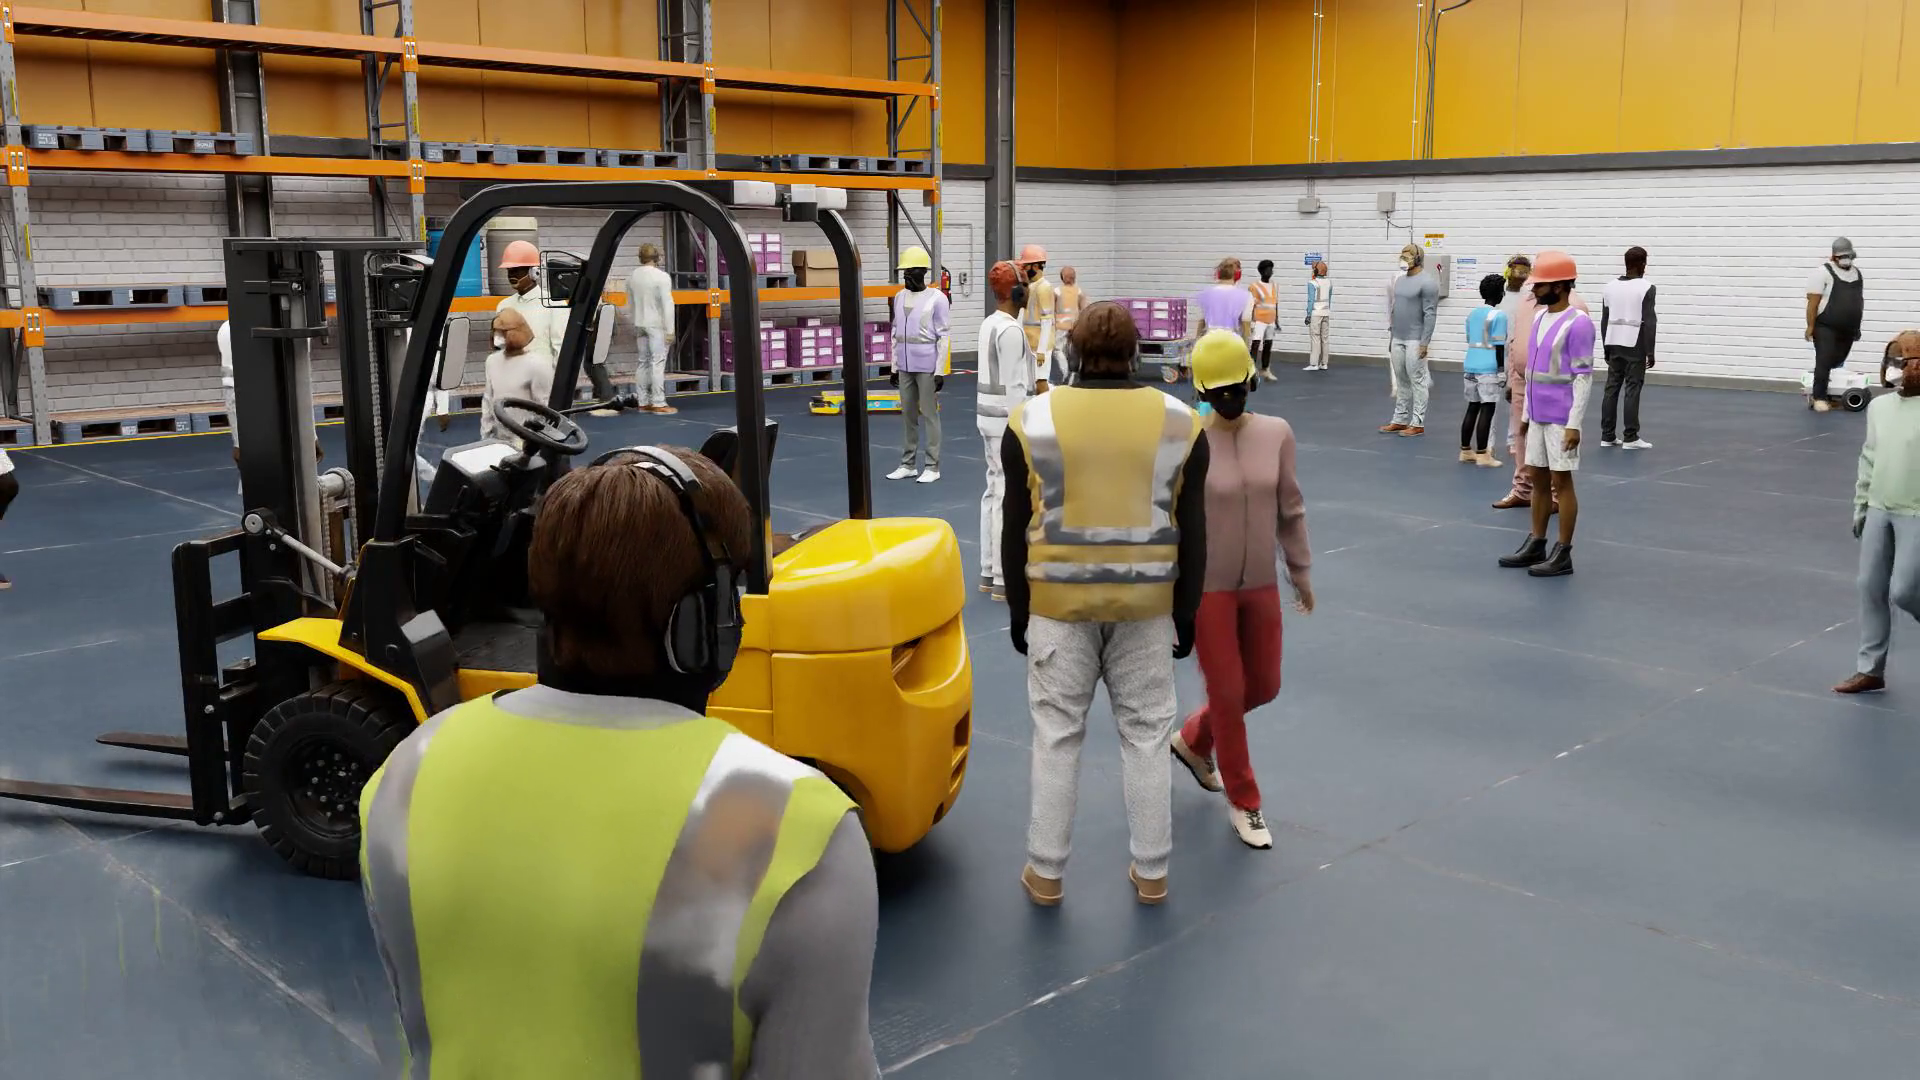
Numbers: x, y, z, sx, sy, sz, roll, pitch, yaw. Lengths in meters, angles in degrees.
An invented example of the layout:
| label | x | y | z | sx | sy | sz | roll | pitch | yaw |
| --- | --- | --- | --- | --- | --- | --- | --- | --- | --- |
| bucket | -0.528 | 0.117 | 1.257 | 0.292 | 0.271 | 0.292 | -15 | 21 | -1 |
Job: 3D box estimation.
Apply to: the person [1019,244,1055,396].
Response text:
| label | x | y | z | sx | sy | sz | roll | pitch | yaw |
| --- | --- | --- | --- | --- | --- | --- | --- | --- | --- |
| person | 0.726 | -1.885 | 16.114 | 0.376 | 1.932 | 0.551 | -1 | 10 | -6 |

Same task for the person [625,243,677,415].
| label | x | y | z | sx | sy | sz | roll | pitch | yaw |
| --- | --- | --- | --- | --- | --- | --- | --- | --- | --- |
| person | -3.491 | -2.375 | 18.814 | 0.667 | 1.931 | 0.383 | 7 | 12 | 33 |

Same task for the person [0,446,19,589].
| label | x | y | z | sx | sy | sz | roll | pitch | yaw |
| --- | --- | --- | --- | --- | --- | --- | --- | --- | --- |
| person | -5.529 | -0.626 | 9.216 | 0.479 | 1.939 | 0.638 | 0 | 10 | -1 |

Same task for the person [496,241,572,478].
| label | x | y | z | sx | sy | sz | roll | pitch | yaw |
| --- | --- | --- | --- | --- | --- | --- | --- | --- | --- |
| person | -2.876 | -1.005 | 11.192 | 0.619 | 1.989 | 0.396 | 5 | 12 | 27 |

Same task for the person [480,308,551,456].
| label | x | y | z | sx | sy | sz | roll | pitch | yaw |
| --- | --- | --- | --- | --- | --- | --- | --- | --- | --- |
| person | -2.615 | -0.605 | 10.046 | 0.502 | 1.600 | 0.788 | 8 | 13 | 36 |

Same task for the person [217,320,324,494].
| label | x | y | z | sx | sy | sz | roll | pitch | yaw |
| --- | --- | --- | --- | --- | --- | --- | --- | --- | --- |
| person | -3.682 | -0.573 | 8.978 | 0.378 | 1.928 | 0.542 | 6 | 12 | 29 |

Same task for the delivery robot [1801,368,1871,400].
| label | x | y | z | sx | sy | sz | roll | pitch | yaw |
| --- | --- | --- | --- | --- | --- | --- | --- | --- | --- |
| delivery robot | 10.198 | -1.839 | 19.371 | 0.707 | 0.478 | 0.477 | 6 | 12 | 32 |

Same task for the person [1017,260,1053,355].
| label | x | y | z | sx | sy | sz | roll | pitch | yaw |
| --- | --- | --- | --- | --- | --- | --- | --- | --- | --- |
| person | 0.696 | -2.097 | 17.482 | 0.579 | 1.858 | 0.459 | 1 | 10 | 7 |

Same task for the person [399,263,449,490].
| label | x | y | z | sx | sy | sz | roll | pitch | yaw |
| --- | --- | --- | --- | --- | --- | --- | --- | --- | --- |
| person | -3.680 | -0.937 | 11.190 | 0.610 | 1.844 | 0.831 | 4 | 11 | 20 |

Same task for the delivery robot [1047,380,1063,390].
| label | x | y | z | sx | sy | sz | roll | pitch | yaw |
| --- | --- | --- | --- | --- | --- | --- | --- | --- | --- |
| delivery robot | 0.808 | -1.524 | 17.652 | 0.707 | 0.478 | 0.477 | 2 | 10 | 9 |

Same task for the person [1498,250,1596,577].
| label | x | y | z | sx | sy | sz | roll | pitch | yaw |
| --- | --- | --- | --- | --- | --- | --- | --- | --- | --- |
| person | 3.511 | -0.746 | 9.906 | 0.376 | 1.933 | 0.545 | -2 | 11 | -13 |

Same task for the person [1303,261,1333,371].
| label | x | y | z | sx | sy | sz | roll | pitch | yaw |
| --- | --- | --- | --- | --- | --- | --- | --- | --- | --- |
| person | 5.364 | -3.345 | 24.878 | 0.513 | 1.641 | 0.307 | -9 | 13 | -39 |

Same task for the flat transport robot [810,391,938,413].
| label | x | y | z | sx | sy | sz | roll | pitch | yaw |
| --- | --- | --- | --- | --- | --- | --- | --- | --- | --- |
| flat transport robot | -0.995 | -1.588 | 19.026 | 1.431 | 0.197 | 0.652 | -1 | 11 | -7 |

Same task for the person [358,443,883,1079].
| label | x | y | z | sx | sy | sz | roll | pitch | yaw |
| --- | --- | --- | --- | --- | --- | --- | --- | --- | --- |
| person | -0.285 | 0.783 | 1.908 | 0.654 | 1.802 | 0.901 | 5 | 11 | 25 |

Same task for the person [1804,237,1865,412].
| label | x | y | z | sx | sy | sz | roll | pitch | yaw |
| --- | --- | --- | --- | --- | --- | --- | --- | --- | --- |
| person | 10.084 | -2.488 | 19.108 | 0.753 | 2.000 | 0.535 | -3 | 11 | -14 |

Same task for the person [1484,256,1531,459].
| label | x | y | z | sx | sy | sz | roll | pitch | yaw |
| --- | --- | --- | --- | --- | --- | --- | --- | --- | --- |
| person | 4.967 | -1.642 | 15.116 | 0.579 | 1.841 | 0.589 | 1 | 10 | 6 |

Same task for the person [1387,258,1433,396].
| label | x | y | z | sx | sy | sz | roll | pitch | yaw |
| --- | --- | --- | --- | --- | --- | --- | --- | --- | --- |
| person | 5.748 | -2.734 | 21.125 | 0.627 | 1.797 | 0.932 | 6 | 12 | 31 |

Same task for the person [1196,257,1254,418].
| label | x | y | z | sx | sy | sz | roll | pitch | yaw |
| --- | --- | --- | --- | --- | --- | --- | --- | --- | --- |
| person | 2.517 | -1.799 | 15.964 | 0.576 | 1.819 | 0.801 | 6 | 12 | 29 |

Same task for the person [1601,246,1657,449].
| label | x | y | z | sx | sy | sz | roll | pitch | yaw |
| --- | --- | --- | --- | --- | --- | --- | --- | --- | --- |
| person | 6.354 | -1.825 | 15.836 | 0.392 | 1.917 | 0.592 | -6 | 12 | -29 |

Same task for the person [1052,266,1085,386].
| label | x | y | z | sx | sy | sz | roll | pitch | yaw |
| --- | --- | --- | --- | --- | --- | --- | --- | --- | --- |
| person | 1.419 | -2.774 | 21.800 | 0.519 | 1.623 | 0.503 | -3 | 11 | -16 |

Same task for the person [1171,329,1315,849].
| label | x | y | z | sx | sy | sz | roll | pitch | yaw |
| --- | --- | --- | --- | --- | --- | --- | --- | --- | --- |
| person | 0.878 | 0.140 | 5.595 | 0.566 | 1.727 | 0.548 | -5 | 11 | -23 |

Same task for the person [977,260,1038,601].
| label | x | y | z | sx | sy | sz | roll | pitch | yaw |
| --- | --- | --- | --- | --- | --- | --- | --- | --- | --- |
| person | 0.271 | -0.602 | 9.255 | 0.344 | 1.882 | 0.584 | -2 | 11 | -12 |

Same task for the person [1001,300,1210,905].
| label | x | y | z | sx | sy | sz | roll | pitch | yaw |
| --- | --- | --- | --- | --- | --- | --- | --- | --- | --- |
| person | 0.430 | 0.201 | 5.036 | 0.622 | 1.835 | 0.430 | 0 | 10 | 0 |

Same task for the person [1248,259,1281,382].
| label | x | y | z | sx | sy | sz | roll | pitch | yaw |
| --- | --- | --- | --- | --- | --- | --- | --- | --- | --- |
| person | 4.206 | -3.035 | 23.050 | 0.540 | 1.697 | 0.318 | -7 | 13 | -34 |

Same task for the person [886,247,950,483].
| label | x | y | z | sx | sy | sz | roll | pitch | yaw |
| --- | --- | --- | --- | --- | --- | --- | --- | --- | --- |
| person | -0.350 | -1.431 | 13.655 | 0.586 | 1.928 | 0.369 | 9 | 14 | 40 |

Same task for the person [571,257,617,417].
| label | x | y | z | sx | sy | sz | roll | pitch | yaw |
| --- | --- | --- | --- | --- | --- | --- | --- | --- | --- |
| person | -4.072 | -2.253 | 18.474 | 0.472 | 1.802 | 0.556 | -1 | 10 | -6 |

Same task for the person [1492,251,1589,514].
| label | x | y | z | sx | sy | sz | roll | pitch | yaw |
| --- | --- | --- | --- | --- | --- | --- | --- | --- | --- |
| person | 4.224 | -1.140 | 12.123 | 0.411 | 1.910 | 0.643 | -6 | 12 | -28 |

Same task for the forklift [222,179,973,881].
| label | x | y | z | sx | sy | sz | roll | pitch | yaw |
| --- | --- | --- | --- | --- | --- | --- | --- | --- | --- |
| forklift | -1.114 | -0.058 | 5.440 | 2.313 | 2.155 | 1.214 | 2 | 11 | 13 |

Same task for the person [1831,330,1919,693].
| label | x | y | z | sx | sy | sz | roll | pitch | yaw |
| --- | --- | --- | --- | --- | --- | --- | --- | --- | --- |
| person | 4.152 | -0.106 | 7.276 | 0.465 | 1.617 | 0.513 | -3 | 11 | -16 |

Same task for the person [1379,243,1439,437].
| label | x | y | z | sx | sy | sz | roll | pitch | yaw |
| --- | --- | --- | --- | --- | --- | --- | --- | --- | --- |
| person | 4.540 | -2.009 | 16.776 | 0.371 | 1.941 | 0.627 | -4 | 11 | -21 |

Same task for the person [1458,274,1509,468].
| label | x | y | z | sx | sy | sz | roll | pitch | yaw |
| --- | --- | --- | --- | --- | --- | --- | --- | --- | --- |
| person | 4.601 | -1.480 | 14.581 | 0.322 | 1.694 | 0.538 | -2 | 11 | -13 |
